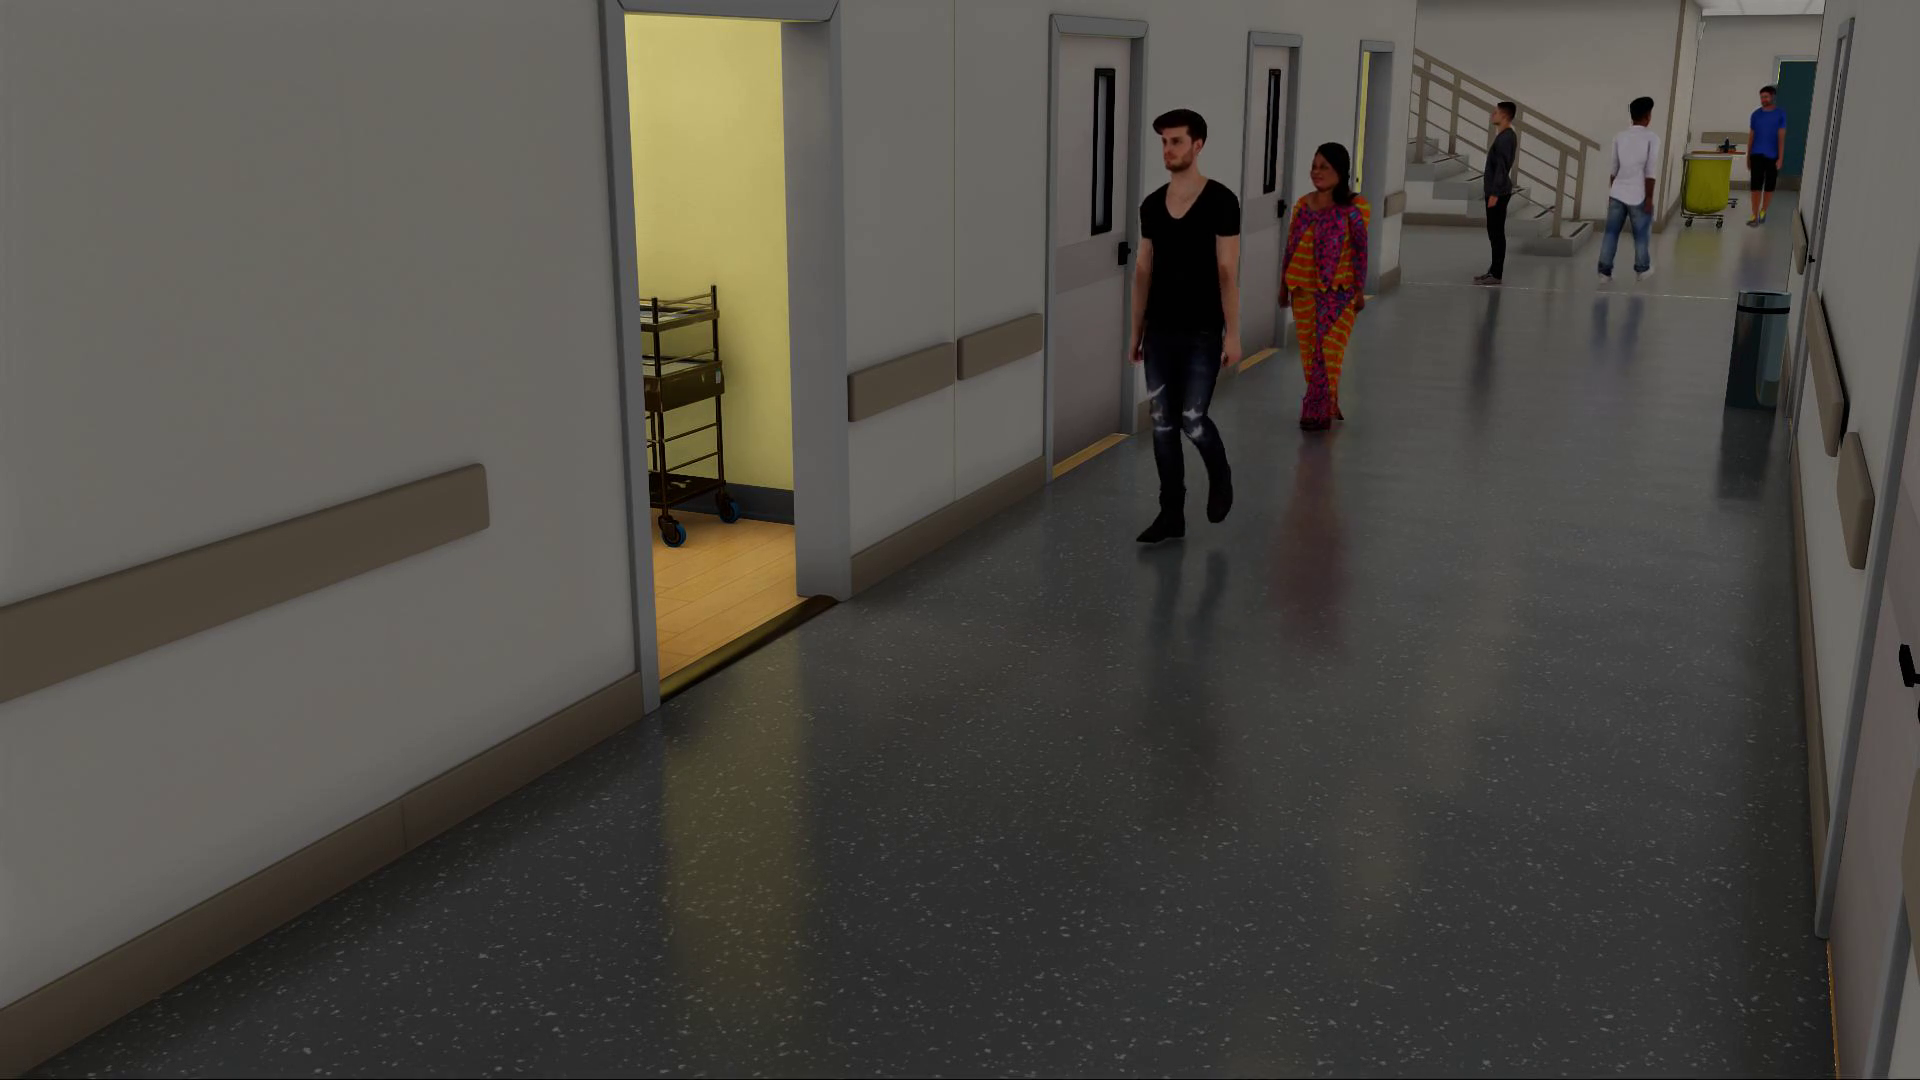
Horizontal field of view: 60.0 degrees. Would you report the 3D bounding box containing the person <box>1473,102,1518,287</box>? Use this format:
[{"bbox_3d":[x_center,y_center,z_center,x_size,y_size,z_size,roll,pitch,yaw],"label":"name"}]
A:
[{"bbox_3d":[5.302,-3.406,16.364,0.539,1.760,0.622,6,17,21],"label":"person"}]

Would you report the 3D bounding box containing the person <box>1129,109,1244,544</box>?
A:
[{"bbox_3d":[1.039,-0.921,7.321,0.842,1.883,0.857,12,20,37],"label":"person"}]

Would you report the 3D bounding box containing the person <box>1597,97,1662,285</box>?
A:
[{"bbox_3d":[6.414,-3.317,16.033,0.998,1.768,1.182,-15,21,-42],"label":"person"}]

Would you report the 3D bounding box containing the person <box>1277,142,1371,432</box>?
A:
[{"bbox_3d":[2.172,-1.472,9.704,0.871,1.651,0.870,15,22,42],"label":"person"}]

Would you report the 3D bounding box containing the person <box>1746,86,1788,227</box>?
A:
[{"bbox_3d":[10.852,-5.125,22.356,1.204,1.817,0.833,10,19,32],"label":"person"}]
